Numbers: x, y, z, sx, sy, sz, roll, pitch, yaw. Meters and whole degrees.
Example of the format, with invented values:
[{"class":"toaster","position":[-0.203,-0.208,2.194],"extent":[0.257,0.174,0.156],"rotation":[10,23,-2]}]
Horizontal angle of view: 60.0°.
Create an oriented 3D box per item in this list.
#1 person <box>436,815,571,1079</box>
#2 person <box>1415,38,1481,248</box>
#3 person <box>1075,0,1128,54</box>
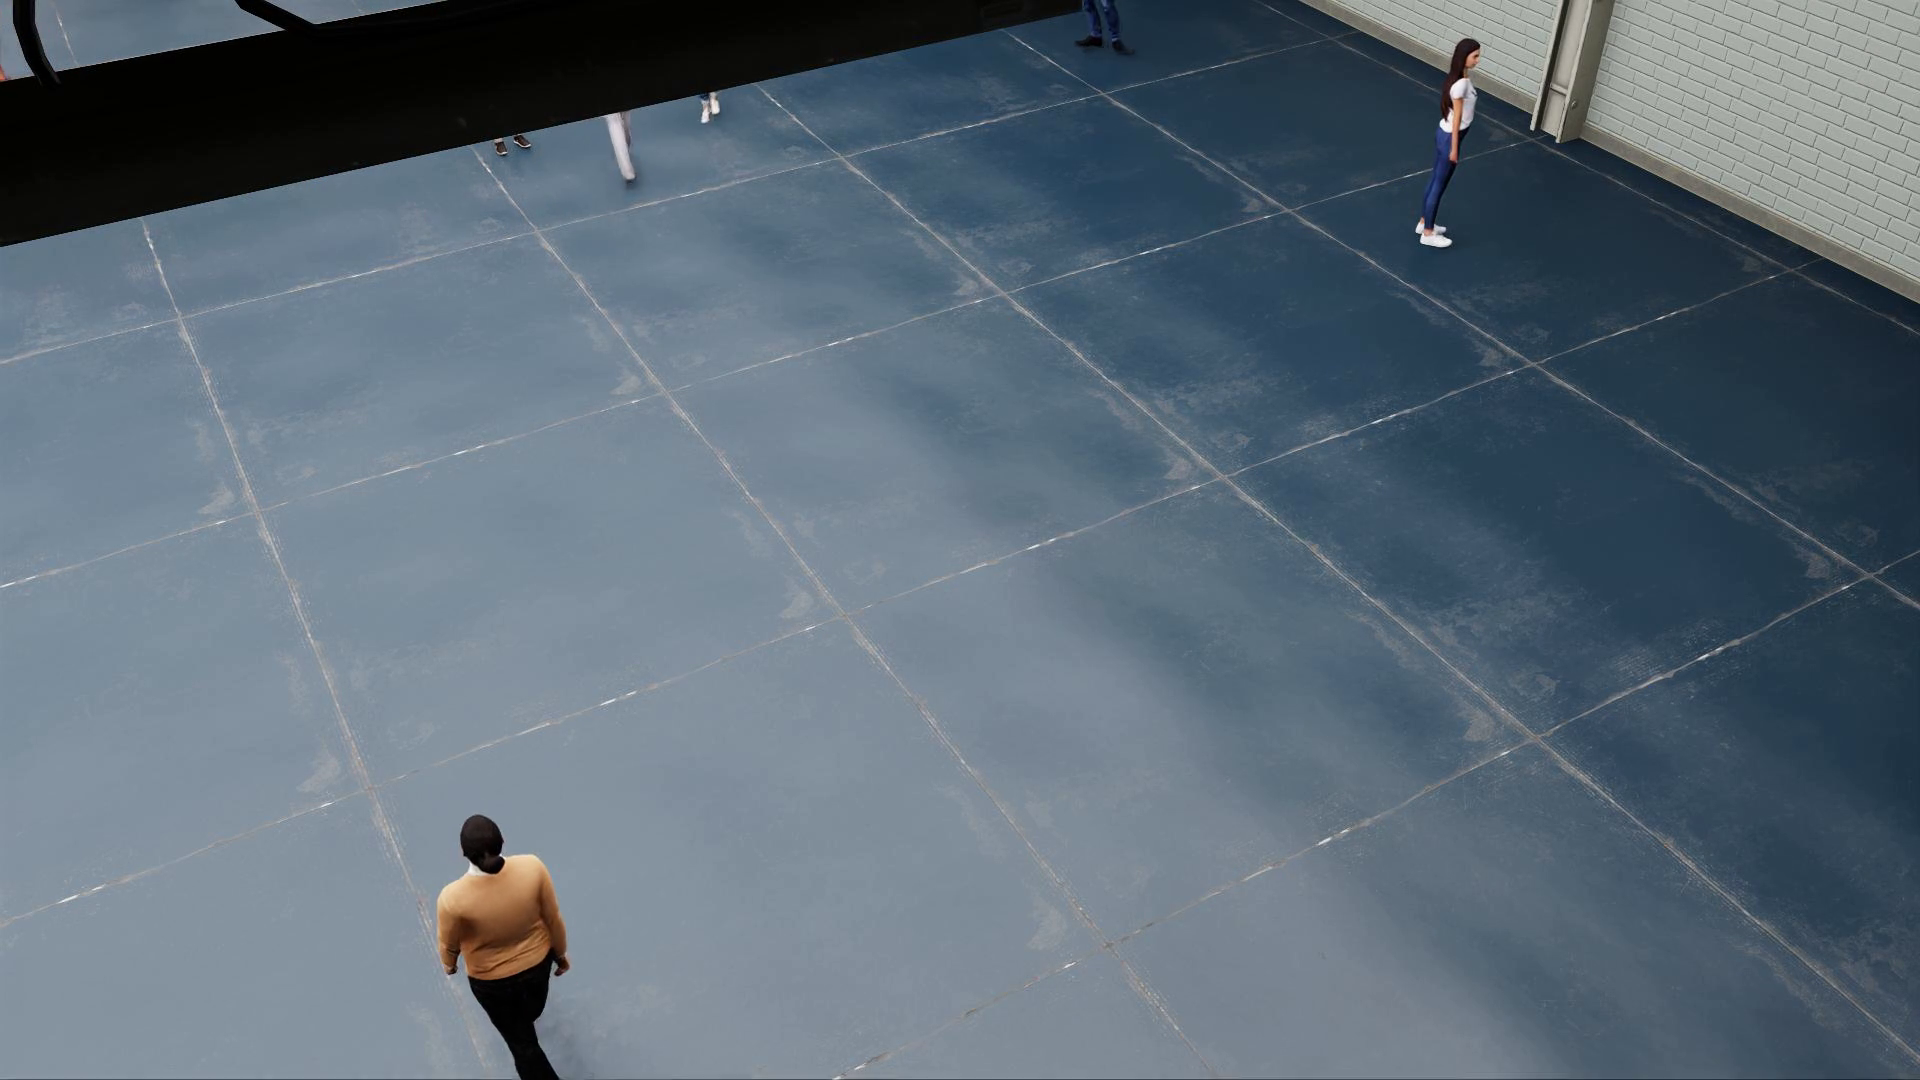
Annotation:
[{"class":"person","position":[-1.945,1.934,7.319],"extent":[0.753,1.717,1.117],"rotation":[-26,45,-29]},{"class":"person","position":[4.110,-3.356,14.032],"extent":[0.728,1.775,0.651],"rotation":[7,39,8]},{"class":"person","position":[1.486,-6.017,17.376],"extent":[0.708,1.846,1.016],"rotation":[24,44,27]}]
